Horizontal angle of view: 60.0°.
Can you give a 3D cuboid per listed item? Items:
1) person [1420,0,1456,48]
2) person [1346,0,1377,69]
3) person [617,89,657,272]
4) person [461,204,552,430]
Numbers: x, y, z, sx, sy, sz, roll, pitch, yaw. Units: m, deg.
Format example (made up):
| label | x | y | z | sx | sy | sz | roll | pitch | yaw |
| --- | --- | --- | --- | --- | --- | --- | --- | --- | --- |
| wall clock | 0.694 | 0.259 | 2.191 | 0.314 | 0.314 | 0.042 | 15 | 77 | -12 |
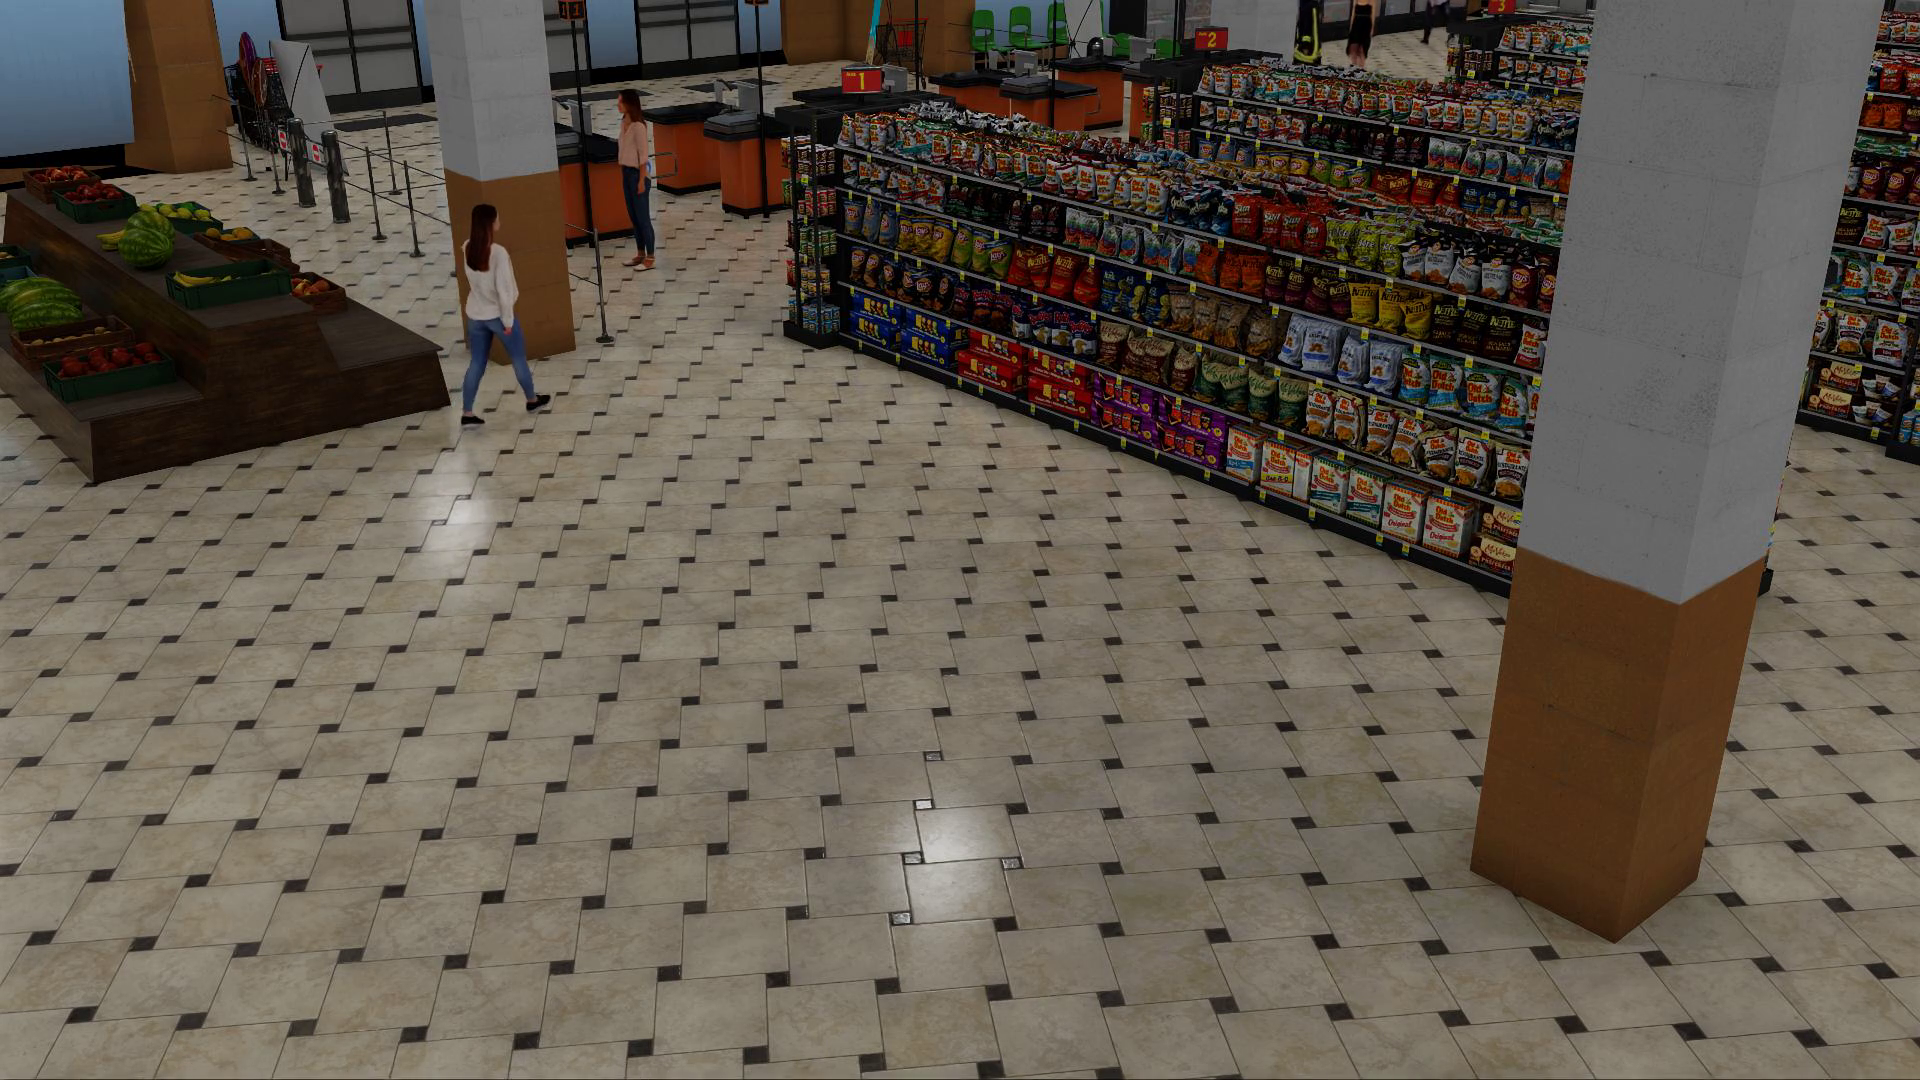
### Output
| label | x | y | z | sx | sy | sz | roll | pitch | yaw |
| --- | --- | --- | --- | --- | --- | --- | --- | --- | --- |
| person | 9.436 | -10.530 | 32.487 | 1.023 | 1.800 | 1.316 | -6 | 24 | -13 |
| person | 7.038 | -8.909 | 29.017 | 0.706 | 1.612 | 0.766 | 11 | 26 | 24 |
| person | -3.247 | -3.620 | 16.706 | 0.655 | 1.792 | 0.470 | -16 | 28 | -33 |
| person | -3.514 | -1.605 | 12.271 | 1.135 | 1.655 | 0.976 | 12 | 26 | 25 |
